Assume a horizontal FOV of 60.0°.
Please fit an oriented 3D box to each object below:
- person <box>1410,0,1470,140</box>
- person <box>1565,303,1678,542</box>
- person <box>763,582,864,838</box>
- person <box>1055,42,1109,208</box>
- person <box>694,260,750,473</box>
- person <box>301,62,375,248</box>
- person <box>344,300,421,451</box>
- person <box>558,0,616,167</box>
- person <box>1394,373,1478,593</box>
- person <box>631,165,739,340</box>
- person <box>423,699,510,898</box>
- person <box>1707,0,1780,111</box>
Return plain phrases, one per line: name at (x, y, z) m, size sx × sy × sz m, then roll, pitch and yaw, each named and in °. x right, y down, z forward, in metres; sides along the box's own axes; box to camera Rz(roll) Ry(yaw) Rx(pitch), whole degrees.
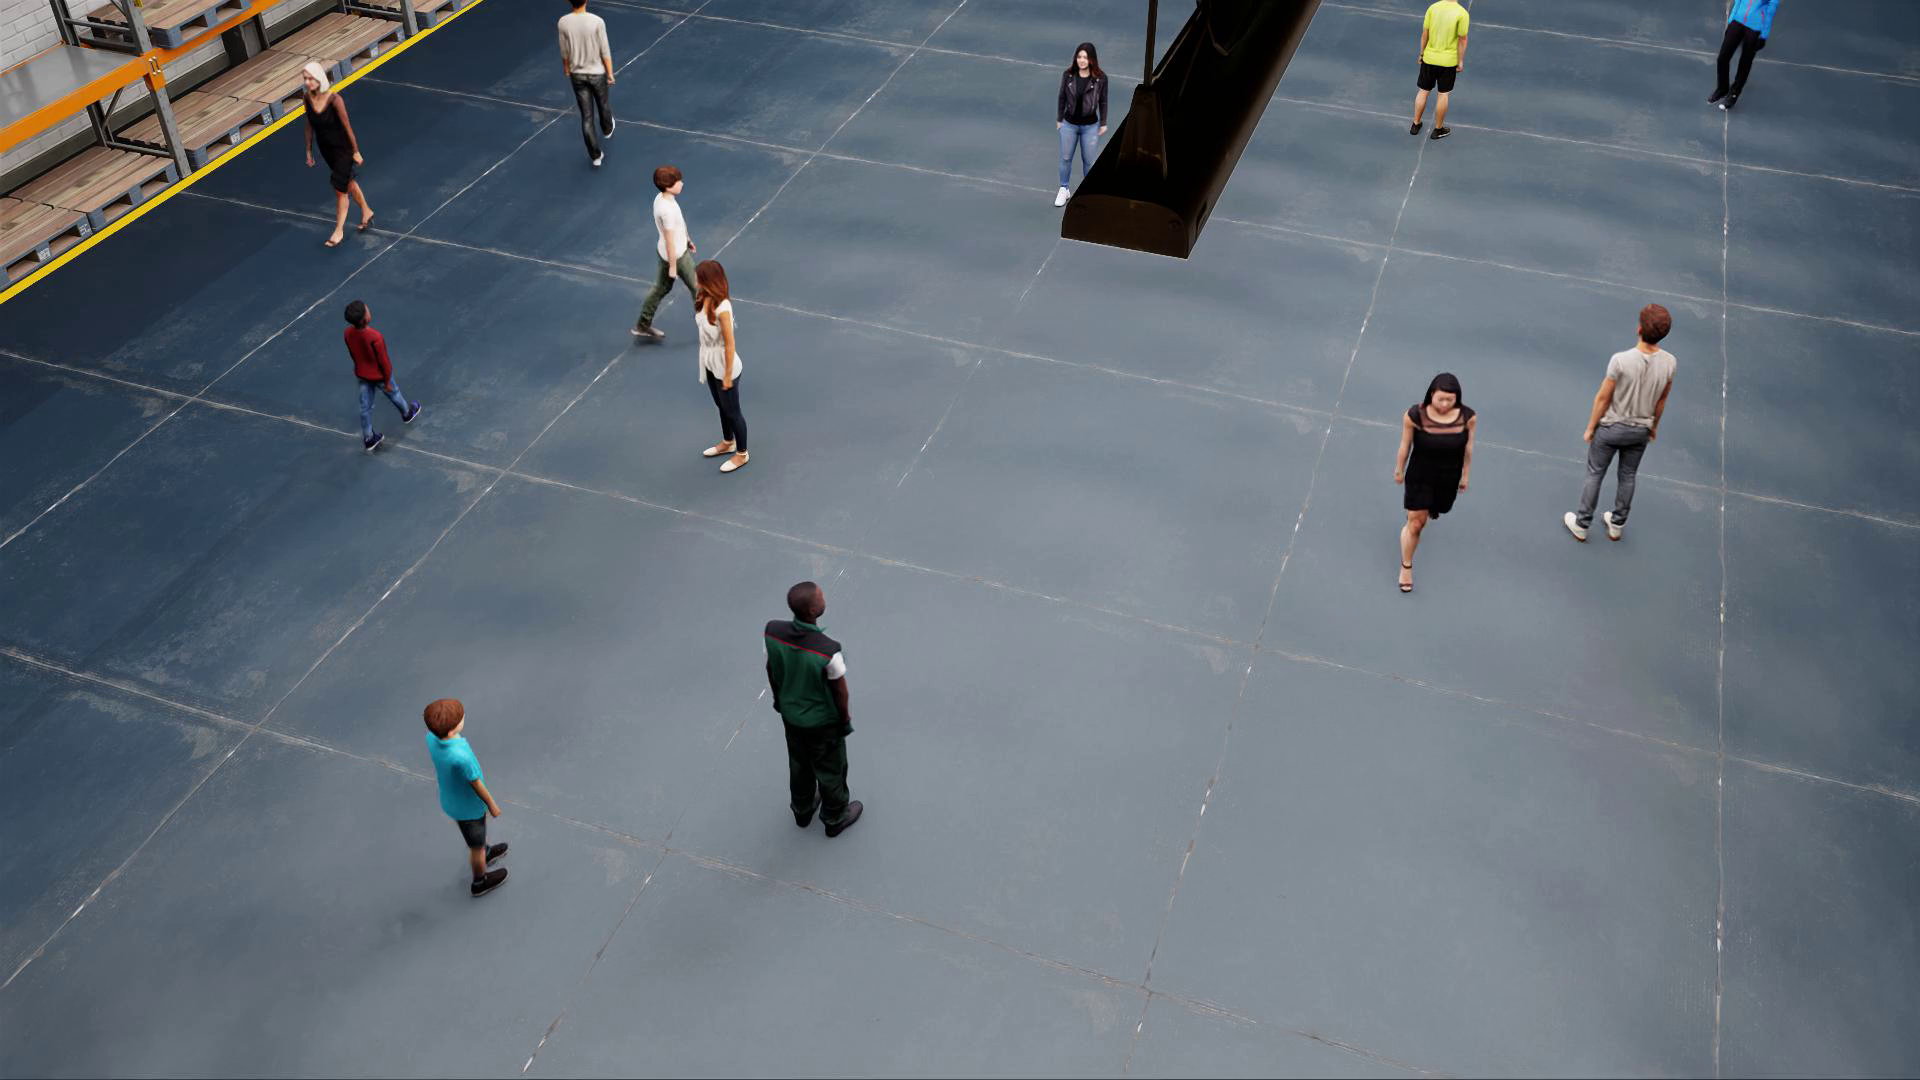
person at (4.993, -5.025, 17.260) m, size 0.676 × 1.708 × 0.604 m, roll 23°, pitch 44°, yaw 26°
person at (4.731, -0.805, 11.829) m, size 0.726 × 1.892 × 0.674 m, roll 0°, pitch 39°, yaw 1°
person at (-0.857, 0.992, 9.621) m, size 0.717 × 1.839 × 0.654 m, roll 19°, pitch 42°, yaw 22°
person at (1.165, -4.005, 16.043) m, size 0.660 × 1.633 × 0.587 m, roll 9°, pitch 39°, yaw 11°
person at (-1.792, -1.330, 12.575) m, size 0.715 × 1.782 × 0.674 m, roll -20°, pitch 43°, yaw -23°
person at (-5.766, -3.660, 15.547) m, size 0.685 × 1.714 × 0.980 m, roll 16°, pitch 41°, yaw 19°
person at (-4.604, -1.261, 12.937) m, size 0.546 × 1.221 × 0.864 m, roll 10°, pitch 40°, yaw 13°
person at (-3.753, -4.639, 16.723) m, size 0.968 × 1.776 × 1.219 m, roll -2°, pitch 39°, yaw -2°
person at (3.269, -0.473, 11.574) m, size 0.857 × 1.692 × 1.100 m, roll 1°, pitch 39°, yaw 2°
person at (-2.491, -2.380, 14.022) m, size 1.082 × 1.616 × 1.106 m, roll -11°, pitch 40°, yaw -14°
person at (-2.841, 1.469, 9.343) m, size 0.651 × 1.441 × 0.686 m, roll 31°, pitch 48°, yaw 33°
person at (8.484, -5.500, 17.793) m, size 0.727 × 1.785 × 0.723 m, roll -31°, pitch 48°, yaw -33°
